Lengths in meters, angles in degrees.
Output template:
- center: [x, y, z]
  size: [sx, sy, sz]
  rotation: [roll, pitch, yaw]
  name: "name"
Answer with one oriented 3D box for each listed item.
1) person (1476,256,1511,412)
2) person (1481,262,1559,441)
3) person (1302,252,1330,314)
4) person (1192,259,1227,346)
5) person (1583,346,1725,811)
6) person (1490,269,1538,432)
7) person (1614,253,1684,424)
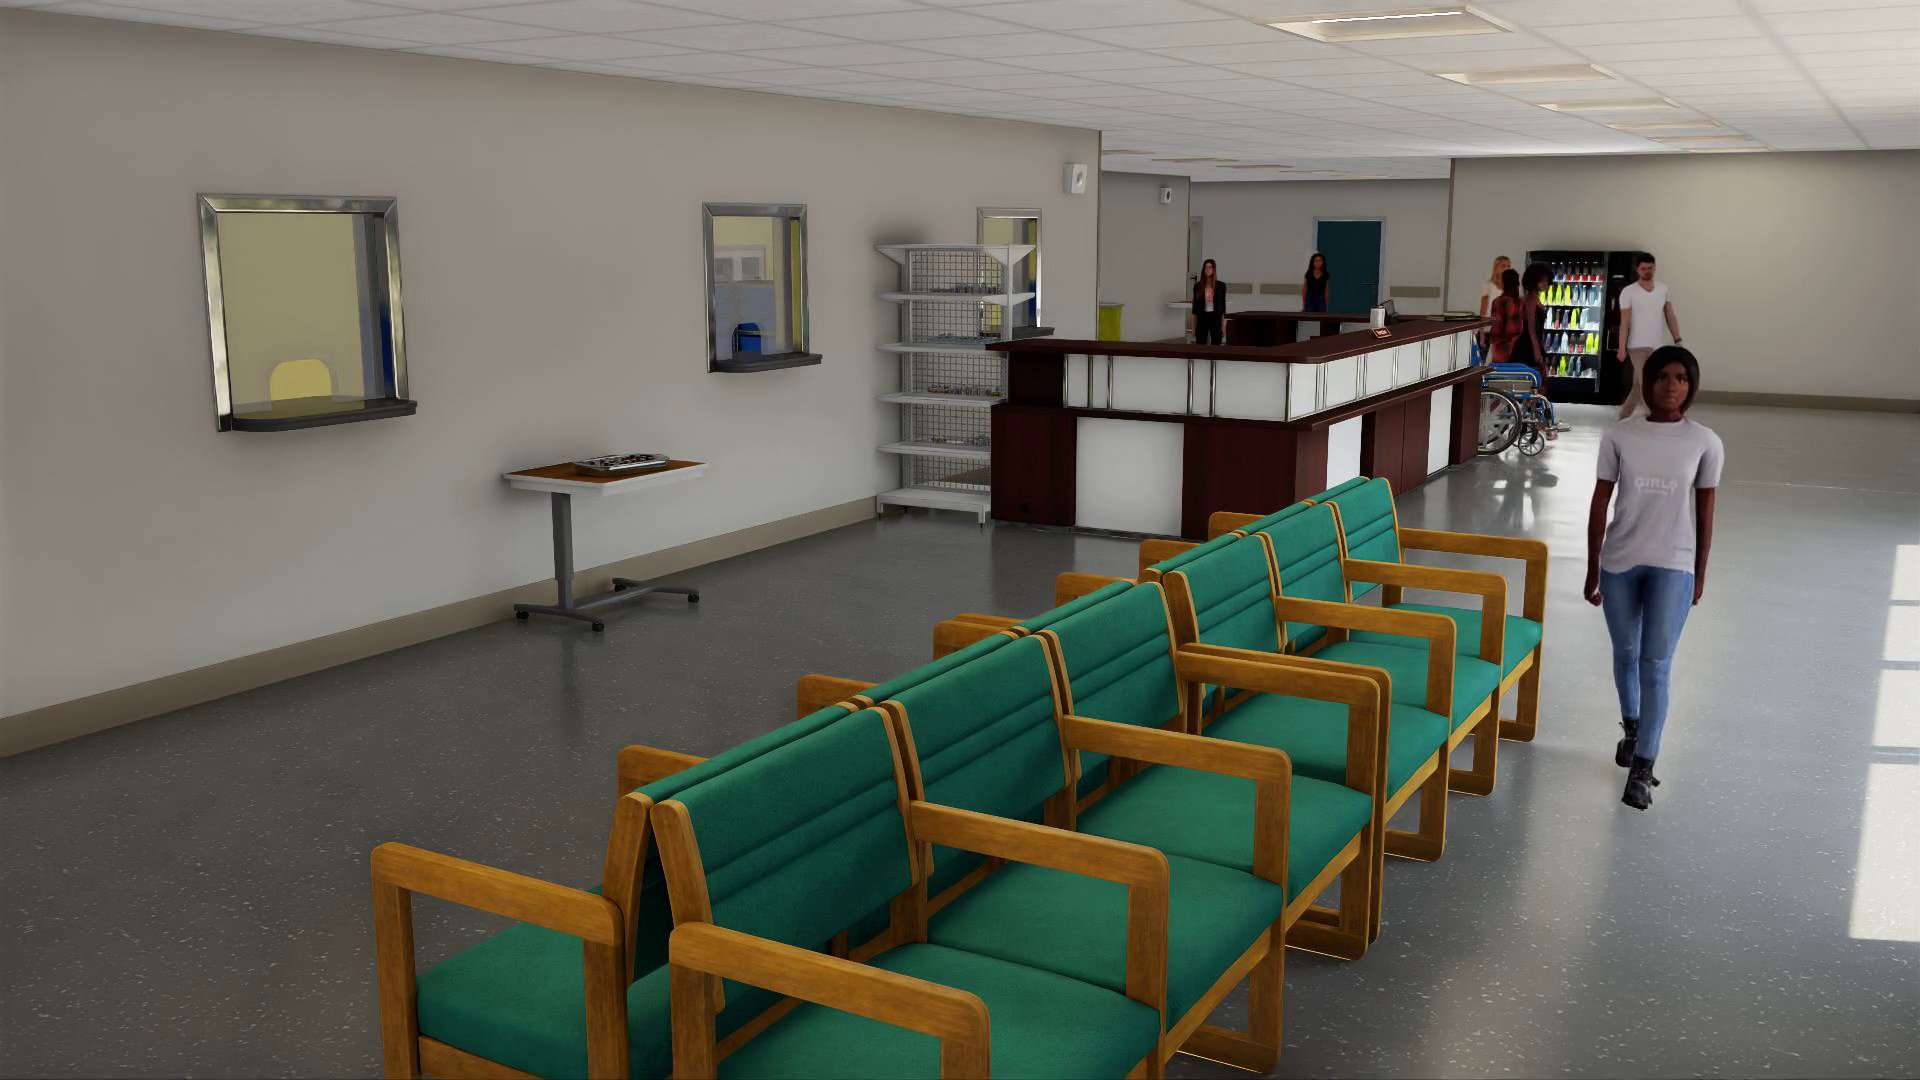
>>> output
- center: [5.959, -2.276, 18.757]
  size: [1.163, 1.774, 1.114]
  rotation: [-1, 11, -4]
  name: "person"
- center: [5.565, -1.847, 16.540]
  size: [1.024, 1.756, 0.555]
  rotation: [6, 12, 30]
  name: "person"
- center: [5.428, -3.538, 25.554]
  size: [0.813, 1.719, 0.813]
  rotation: [1, 11, 4]
  name: "person"
- center: [3.278, -2.833, 21.862]
  size: [0.563, 1.709, 0.715]
  rotation: [2, 11, 13]
  name: "person"
- center: [2.598, 0.141, 6.306]
  size: [1.092, 1.666, 0.656]
  rotation: [6, 12, 28]
  name: "person"
- center: [5.731, -1.934, 17.200]
  size: [0.918, 1.681, 1.072]
  rotation: [-5, 12, -26]
  name: "person"
- center: [6.830, -1.916, 16.674]
  size: [1.281, 1.842, 1.297]
  rotation: [-3, 11, -14]
  name: "person"
